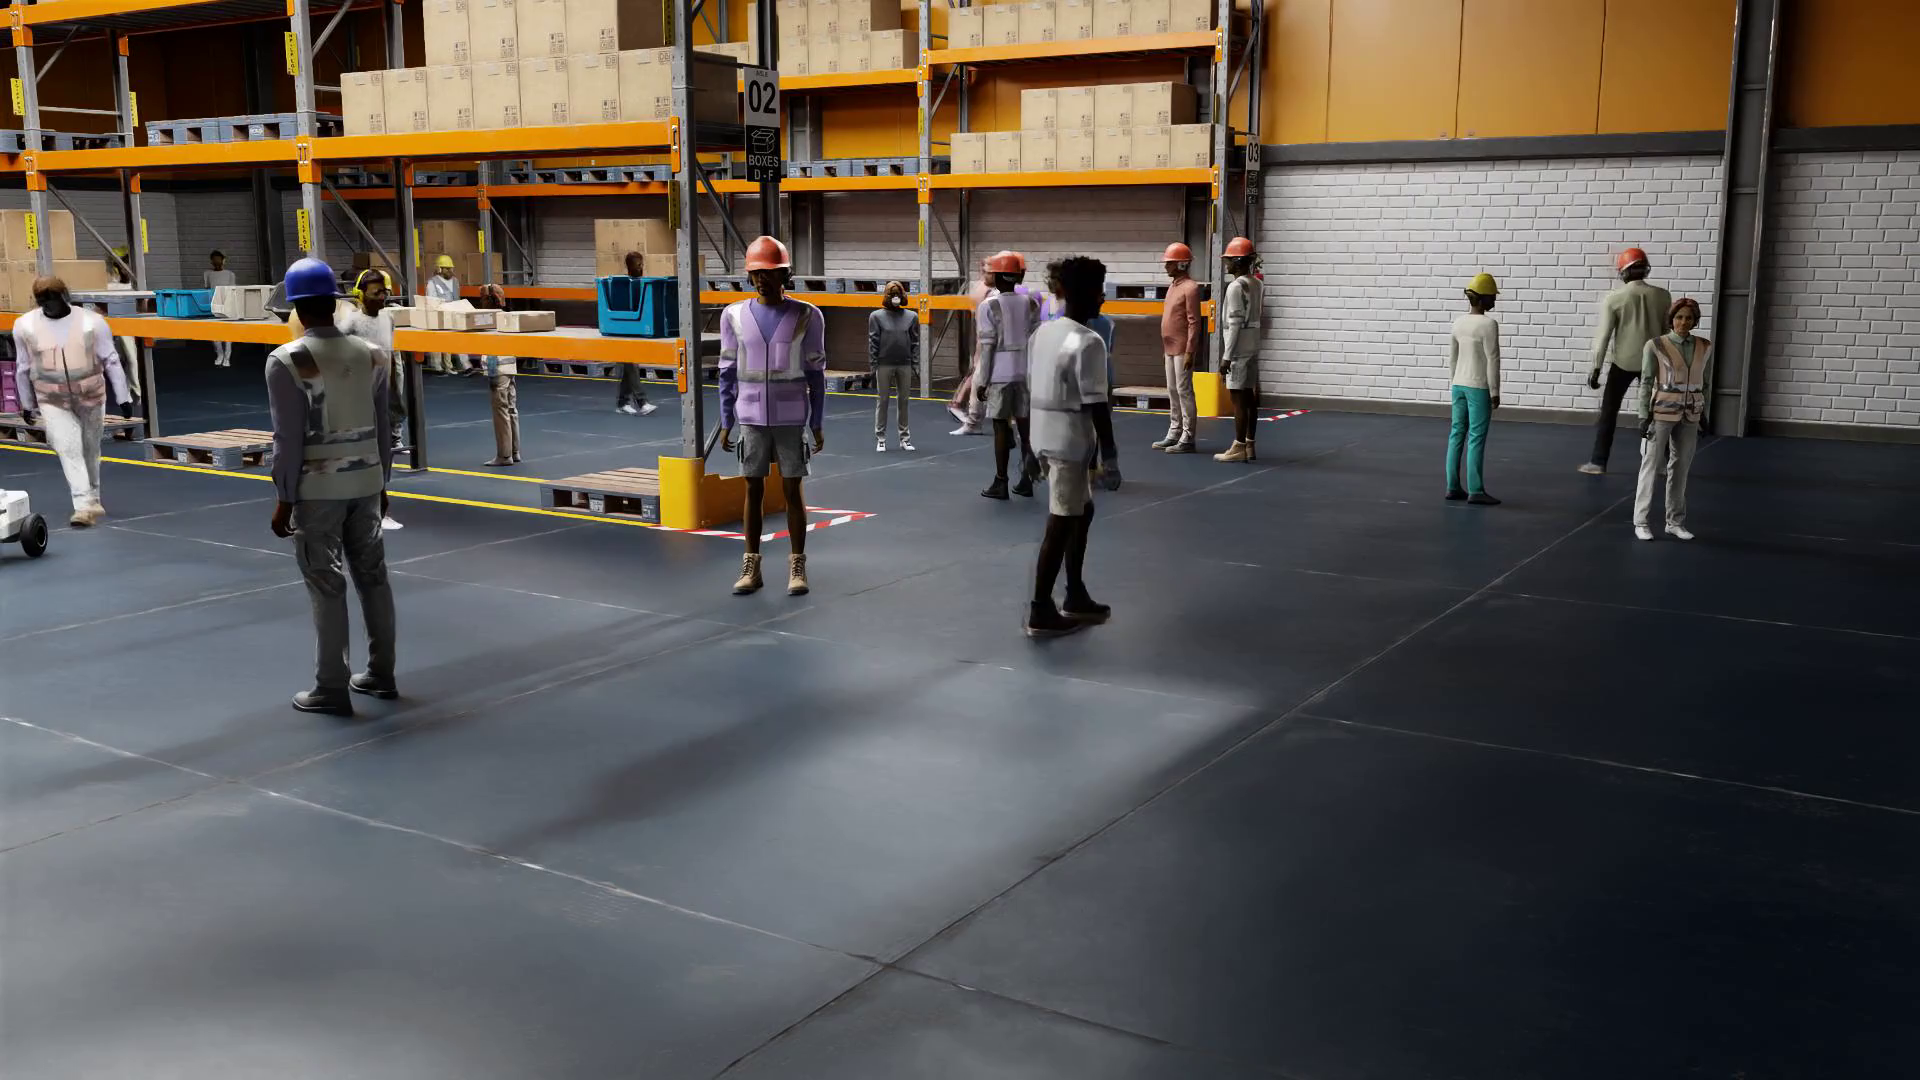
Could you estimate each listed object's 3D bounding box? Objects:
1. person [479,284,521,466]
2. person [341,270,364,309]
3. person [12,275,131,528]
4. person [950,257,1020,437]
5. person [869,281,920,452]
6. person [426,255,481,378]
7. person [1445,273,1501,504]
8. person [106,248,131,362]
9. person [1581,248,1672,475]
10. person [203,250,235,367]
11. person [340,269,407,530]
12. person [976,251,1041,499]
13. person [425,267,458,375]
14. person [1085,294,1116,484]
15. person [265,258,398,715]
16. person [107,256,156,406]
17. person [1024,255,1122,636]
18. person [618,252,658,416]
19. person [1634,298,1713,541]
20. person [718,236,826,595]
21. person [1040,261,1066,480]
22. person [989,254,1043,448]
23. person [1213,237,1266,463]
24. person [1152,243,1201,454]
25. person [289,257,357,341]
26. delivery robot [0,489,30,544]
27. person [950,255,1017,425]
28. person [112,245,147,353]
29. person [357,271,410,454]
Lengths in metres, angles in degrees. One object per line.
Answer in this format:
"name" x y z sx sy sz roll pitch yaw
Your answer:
"person" -4.153 -1.483 14.986 0.312 1.633 0.516 0 10 2
"person" -6.802 -2.191 18.756 0.320 1.693 0.531 5 11 26
"person" -6.337 -0.995 11.898 0.699 1.784 0.937 -5 12 -28
"person" 0.400 -1.972 17.108 0.933 1.856 0.662 -1 10 -6
"person" -0.627 -1.659 15.952 0.500 1.633 0.283 -3 11 -18
"person" -7.471 -3.259 24.374 0.898 1.785 0.626 7 12 33
"person" 3.980 -1.163 12.832 0.319 1.769 0.523 -4 11 -21
"person" -13.391 -3.701 26.552 0.614 1.894 0.599 5 11 24
"person" 5.812 -1.520 14.315 0.735 1.971 0.495 0 10 0
"person" -11.836 -3.690 26.595 0.561 1.852 0.400 -2 10 -10
"person" -4.221 -0.985 11.689 0.652 1.836 0.543 3 11 17
"person" 0.365 -1.286 13.041 0.546 1.939 0.375 -6 12 -29
"person" -7.779 -3.293 25.005 0.283 1.633 0.501 10 14 44
"person" 1.095 -1.314 13.857 0.320 1.698 0.537 8 13 37
"person" -2.702 -0.226 7.150 0.398 1.942 0.615 5 12 28
"person" -10.234 -2.574 20.481 0.941 1.836 0.529 9 13 40
"person" 0.628 -0.479 8.555 0.727 1.936 0.631 -5 11 -24
"person" -3.710 -2.366 19.183 0.942 1.872 0.622 8 13 39
"person" 4.816 -0.808 11.227 0.523 1.636 0.311 -2 10 -9
"person" -1.073 -0.696 9.477 0.615 2.042 0.372 1 10 4
"person" 0.853 -1.395 13.897 0.389 1.847 0.567 -7 12 -34
"person" 0.544 -1.876 16.465 0.555 1.877 1.000 1 10 5
"person" 2.535 -1.721 15.156 0.378 2.045 0.605 6 12 31
"person" 2.074 -1.819 15.837 0.390 1.992 0.624 -3 11 -14
"person" -4.644 -1.141 12.369 0.397 1.900 0.604 7 12 34
"delivery robot" -6.098 -0.156 10.355 0.477 0.478 0.707 -1 10 -8
"person" 0.322 -2.181 18.229 0.978 1.865 0.656 5 12 28
"person" -14.935 -4.330 29.934 0.585 1.928 0.369 -10 14 -43
"person" -5.394 -1.646 15.595 0.490 1.735 0.330 -9 14 -42
